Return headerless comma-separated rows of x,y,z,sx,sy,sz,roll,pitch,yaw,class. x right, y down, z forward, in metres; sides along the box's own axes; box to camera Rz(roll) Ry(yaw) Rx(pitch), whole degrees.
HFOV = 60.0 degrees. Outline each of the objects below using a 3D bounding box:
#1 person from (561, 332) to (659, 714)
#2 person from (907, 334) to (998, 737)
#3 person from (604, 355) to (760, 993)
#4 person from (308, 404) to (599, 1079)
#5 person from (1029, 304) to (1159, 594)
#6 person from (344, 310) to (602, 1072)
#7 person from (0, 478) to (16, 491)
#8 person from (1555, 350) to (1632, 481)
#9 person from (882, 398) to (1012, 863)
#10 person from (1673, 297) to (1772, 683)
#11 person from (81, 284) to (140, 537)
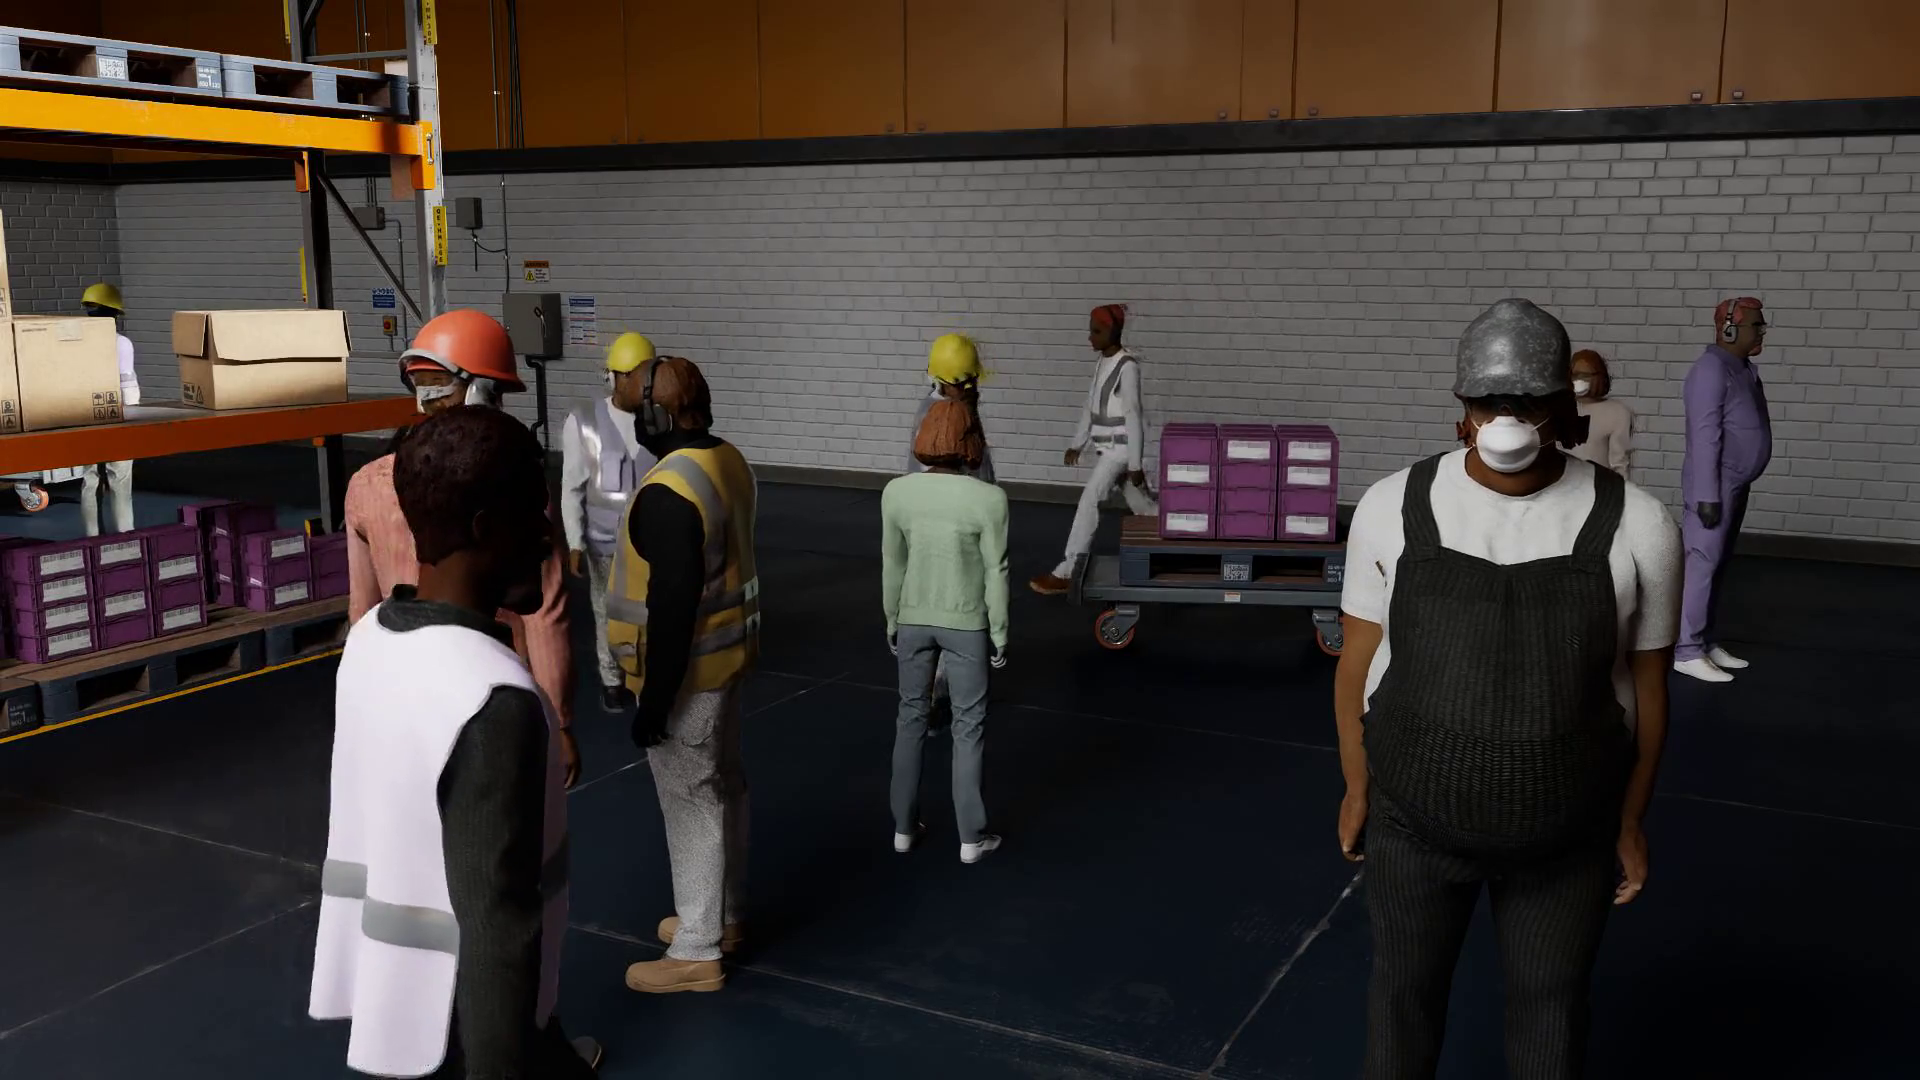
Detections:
-1.473,-0.030,7.415,0.591,1.789,0.943,-3,10,-16,person
-0.032,-0.038,7.468,0.407,1.783,0.683,1,10,8,person
-0.805,0.387,4.827,0.430,1.838,0.619,2,10,9,person
-0.742,0.742,2.576,0.460,1.903,0.617,-8,12,-38,person
0.988,-0.552,10.326,1.035,1.827,0.586,0,10,-1,person
-1.211,0.429,4.155,0.611,1.985,0.393,3,10,19,person
-8.739,-1.352,14.865,0.514,1.844,0.333,9,13,42,person
3.243,-0.191,8.791,0.529,1.607,0.645,7,12,36,person
-0.050,0.315,5.861,0.497,1.626,0.288,5,11,25,person
3.844,-0.258,8.355,0.401,1.910,0.642,8,12,38,person
-5.863,-0.794,11.434,0.589,1.915,0.398,3,10,17,person
